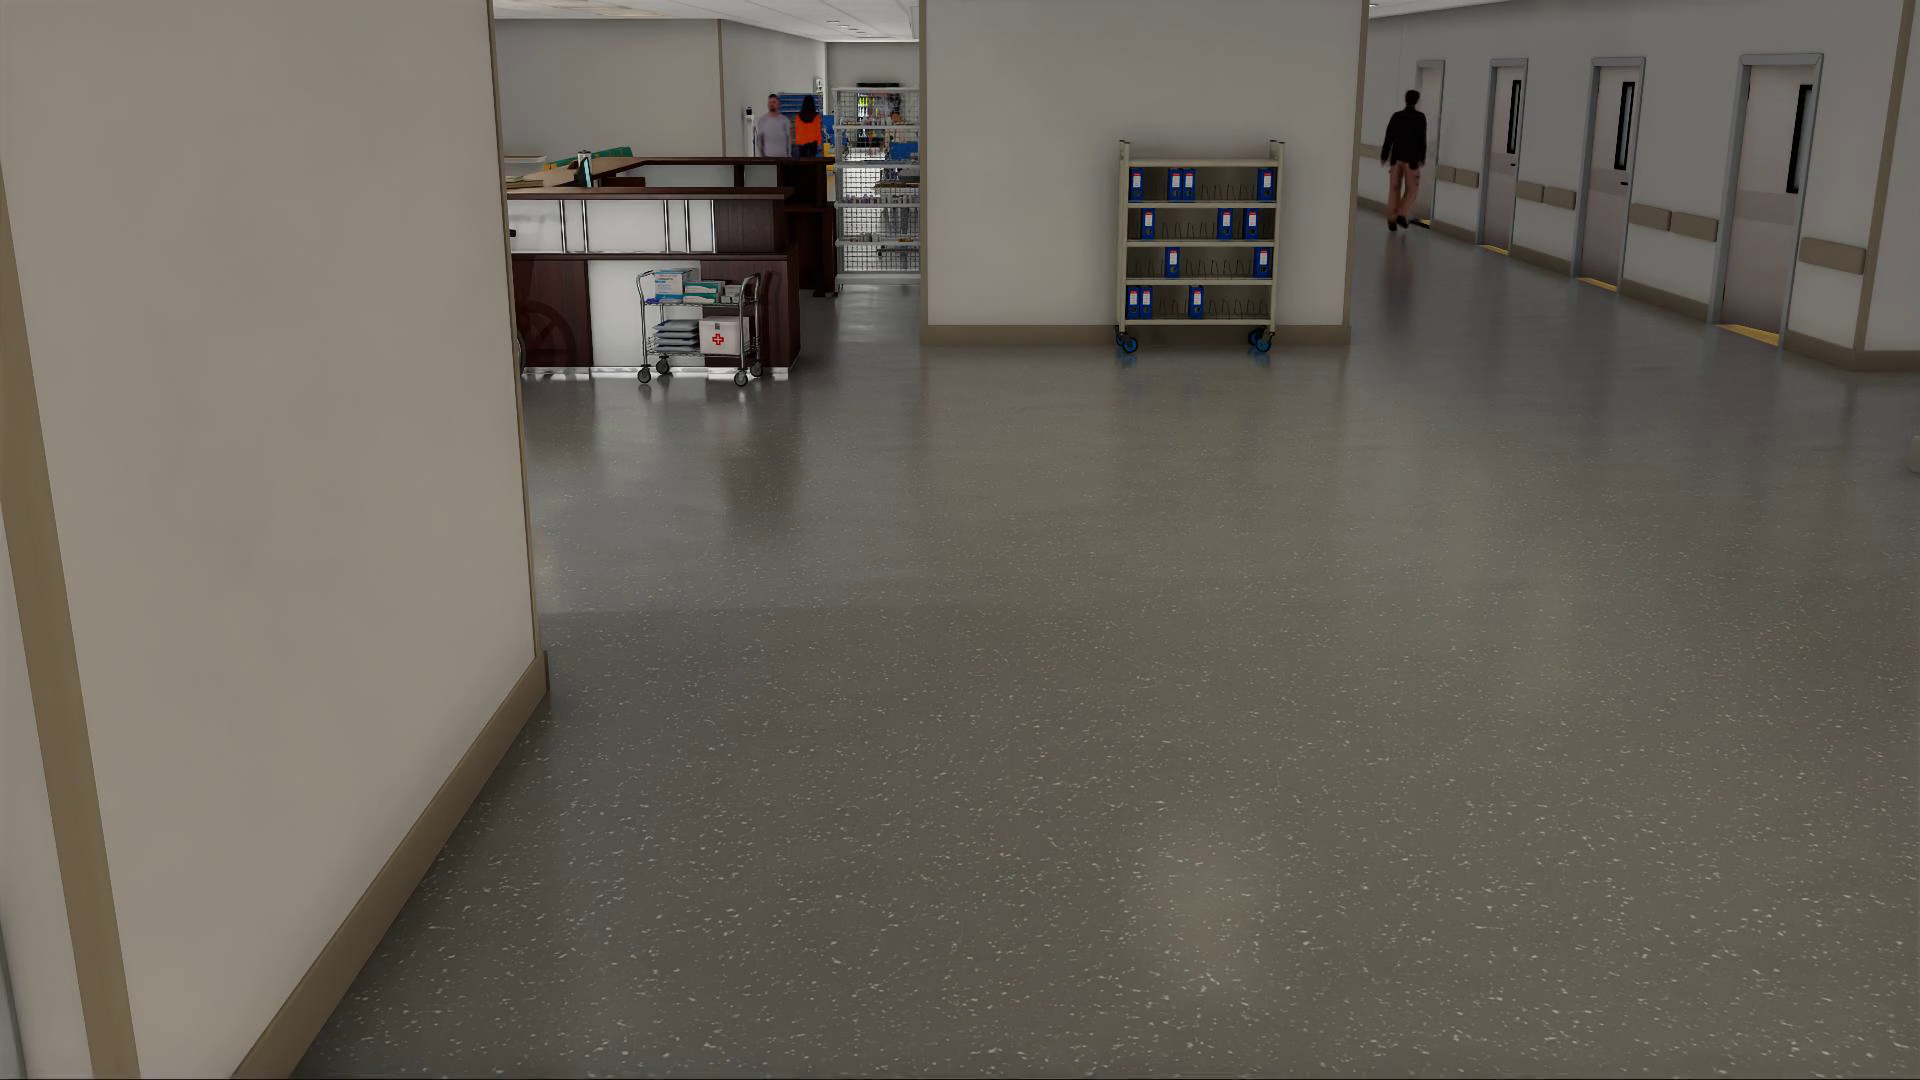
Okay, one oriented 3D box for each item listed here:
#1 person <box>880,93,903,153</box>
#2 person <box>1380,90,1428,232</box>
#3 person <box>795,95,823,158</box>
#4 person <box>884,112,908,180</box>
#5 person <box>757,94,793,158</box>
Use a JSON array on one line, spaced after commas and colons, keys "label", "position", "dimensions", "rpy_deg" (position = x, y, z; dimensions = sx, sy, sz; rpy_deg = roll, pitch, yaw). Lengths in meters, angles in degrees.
[{"label": "person", "position": [-1.844, -11.047, 44.260], "dimensions": [1.146, 1.568, 0.928], "rpy_deg": [-9, 18, -30]}, {"label": "person", "position": [6.172, -5.242, 23.052], "dimensions": [0.799, 1.904, 0.955], "rpy_deg": [6, 17, 19]}, {"label": "person", "position": [-2.789, -7.213, 30.346], "dimensions": [0.606, 1.740, 0.726], "rpy_deg": [2, 16, 7]}, {"label": "person", "position": [-1.213, -7.301, 31.186], "dimensions": [0.441, 1.453, 0.633], "rpy_deg": [1, 16, 2]}, {"label": "person", "position": [-2.790, -5.827, 25.267], "dimensions": [0.881, 1.828, 0.800], "rpy_deg": [2, 16, 5]}]
